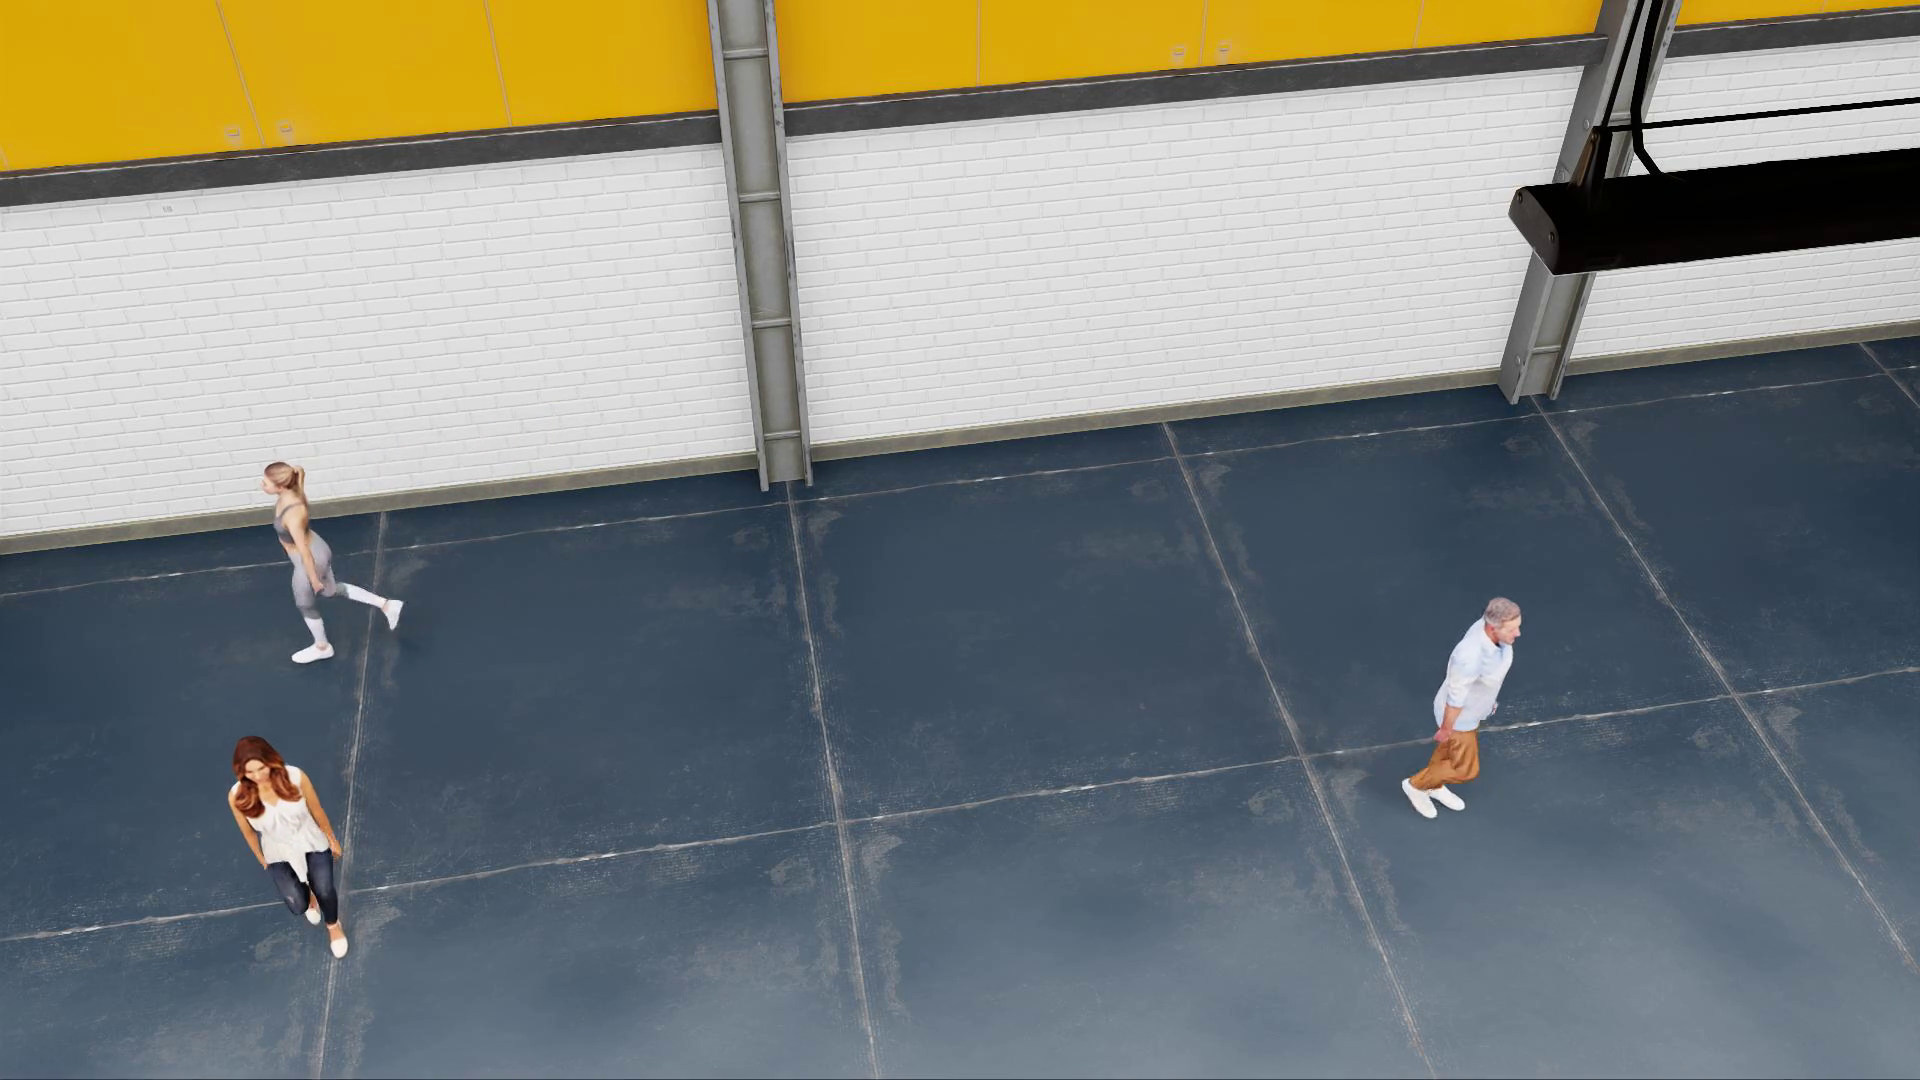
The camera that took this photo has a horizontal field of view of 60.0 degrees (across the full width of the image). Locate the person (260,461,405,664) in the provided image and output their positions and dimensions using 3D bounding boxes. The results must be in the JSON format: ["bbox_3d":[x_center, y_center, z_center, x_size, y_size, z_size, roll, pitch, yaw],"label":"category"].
[{"bbox_3d":[-4.135,0.122,10.811,1.004,1.684,0.586,-10,45,-10],"label":"person"}]

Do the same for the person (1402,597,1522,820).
[{"bbox_3d":[2.917,0.948,9.850,0.865,1.813,0.808,26,49,25],"label":"person"}]

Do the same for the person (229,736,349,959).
[{"bbox_3d":[-3.668,1.624,9.170,0.708,1.771,0.745,-18,47,-18],"label":"person"}]
